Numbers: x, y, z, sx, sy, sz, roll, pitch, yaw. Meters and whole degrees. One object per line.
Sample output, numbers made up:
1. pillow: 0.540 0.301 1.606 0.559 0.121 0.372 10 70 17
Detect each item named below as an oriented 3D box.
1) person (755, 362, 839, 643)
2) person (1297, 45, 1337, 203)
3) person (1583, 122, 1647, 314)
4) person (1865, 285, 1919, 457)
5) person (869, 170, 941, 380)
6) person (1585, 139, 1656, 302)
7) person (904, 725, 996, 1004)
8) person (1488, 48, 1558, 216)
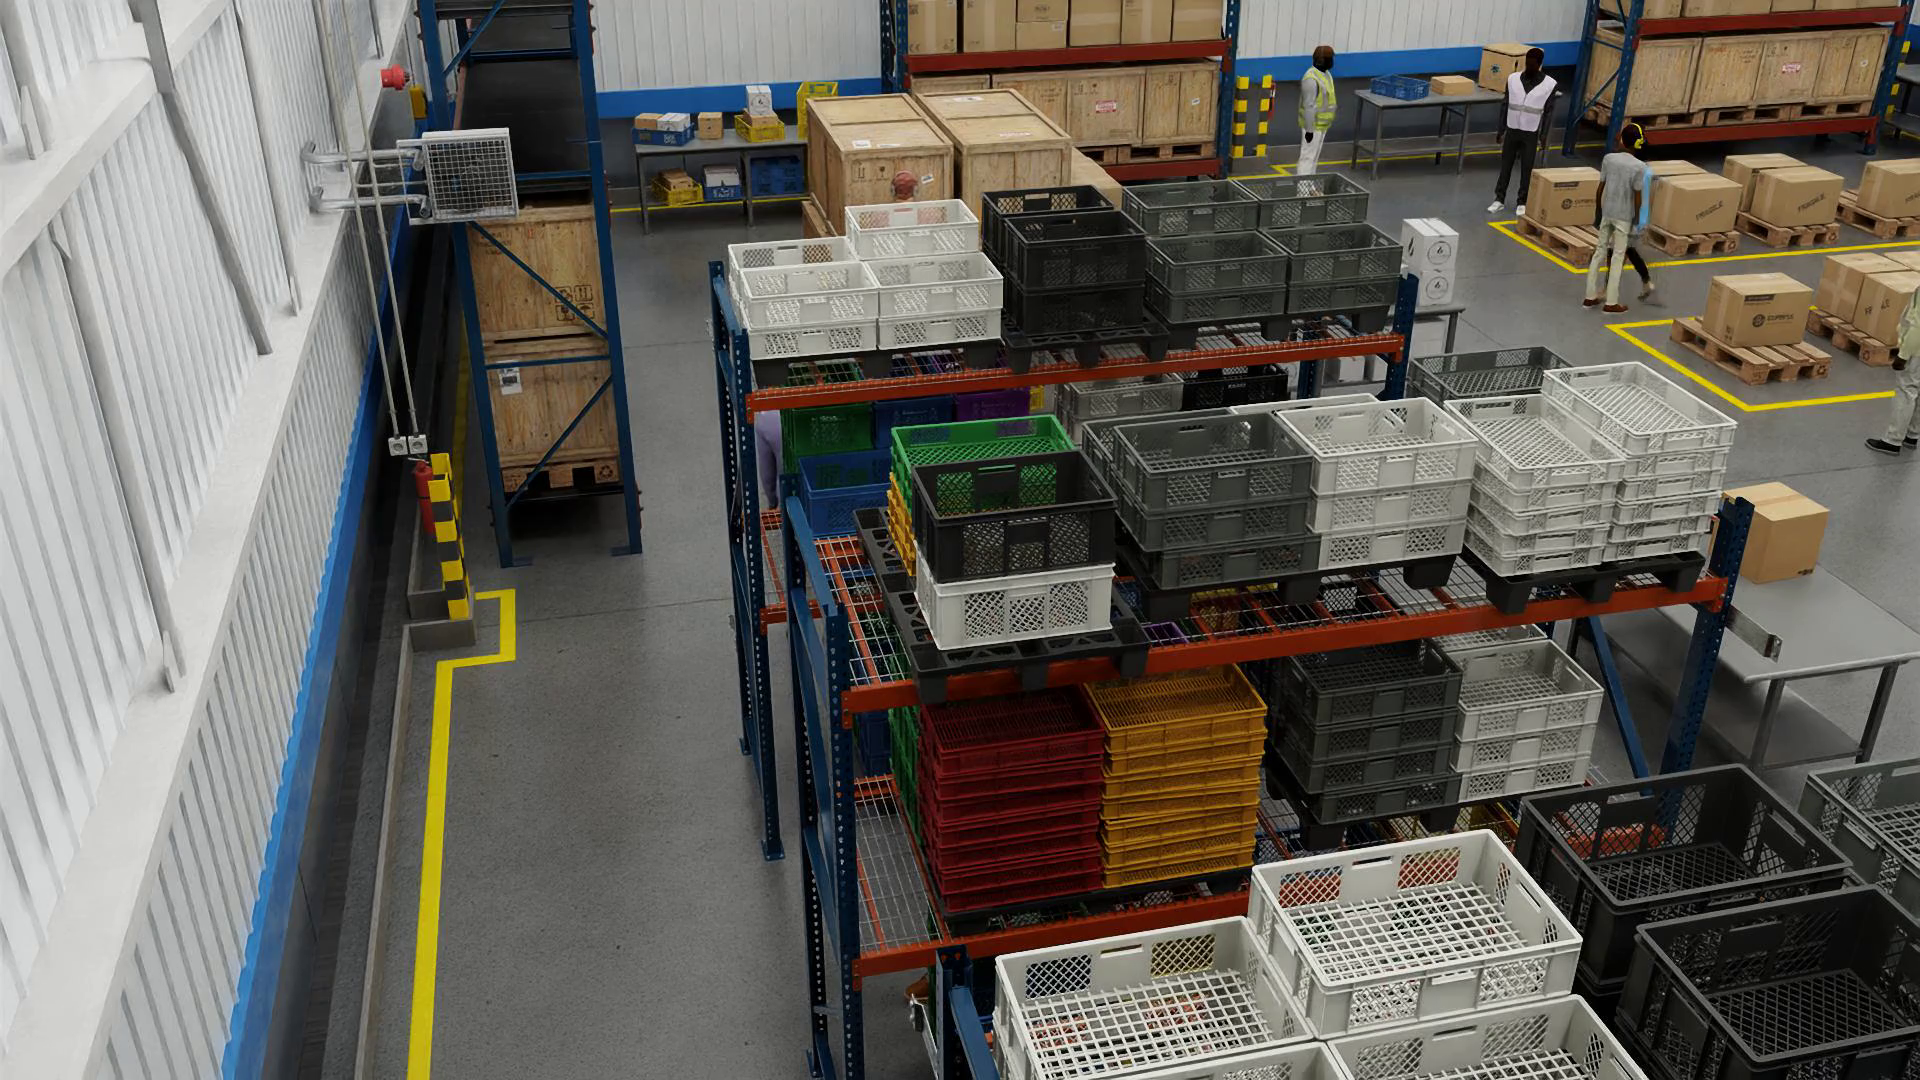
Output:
1. person: -0.977 -0.233 10.691 0.627 1.934 0.371 10 29 18
2. person: 4.210 -4.903 19.648 0.429 1.841 0.634 13 30 22
3. person: 6.447 -3.152 16.295 0.329 1.872 0.511 -18 33 -31
4. person: 7.707 -1.566 13.324 0.600 1.831 0.404 -16 32 -28
5. person: -0.481 -2.306 14.668 0.643 1.898 0.398 -4 28 -7
6. person: 6.690 -3.170 16.526 0.584 1.680 0.553 18 33 31
7. person: -0.011 1.430 7.588 0.358 1.883 0.572 -22 35 -35
8. person: 6.516 -4.727 19.238 0.587 1.913 0.391 16 32 27
